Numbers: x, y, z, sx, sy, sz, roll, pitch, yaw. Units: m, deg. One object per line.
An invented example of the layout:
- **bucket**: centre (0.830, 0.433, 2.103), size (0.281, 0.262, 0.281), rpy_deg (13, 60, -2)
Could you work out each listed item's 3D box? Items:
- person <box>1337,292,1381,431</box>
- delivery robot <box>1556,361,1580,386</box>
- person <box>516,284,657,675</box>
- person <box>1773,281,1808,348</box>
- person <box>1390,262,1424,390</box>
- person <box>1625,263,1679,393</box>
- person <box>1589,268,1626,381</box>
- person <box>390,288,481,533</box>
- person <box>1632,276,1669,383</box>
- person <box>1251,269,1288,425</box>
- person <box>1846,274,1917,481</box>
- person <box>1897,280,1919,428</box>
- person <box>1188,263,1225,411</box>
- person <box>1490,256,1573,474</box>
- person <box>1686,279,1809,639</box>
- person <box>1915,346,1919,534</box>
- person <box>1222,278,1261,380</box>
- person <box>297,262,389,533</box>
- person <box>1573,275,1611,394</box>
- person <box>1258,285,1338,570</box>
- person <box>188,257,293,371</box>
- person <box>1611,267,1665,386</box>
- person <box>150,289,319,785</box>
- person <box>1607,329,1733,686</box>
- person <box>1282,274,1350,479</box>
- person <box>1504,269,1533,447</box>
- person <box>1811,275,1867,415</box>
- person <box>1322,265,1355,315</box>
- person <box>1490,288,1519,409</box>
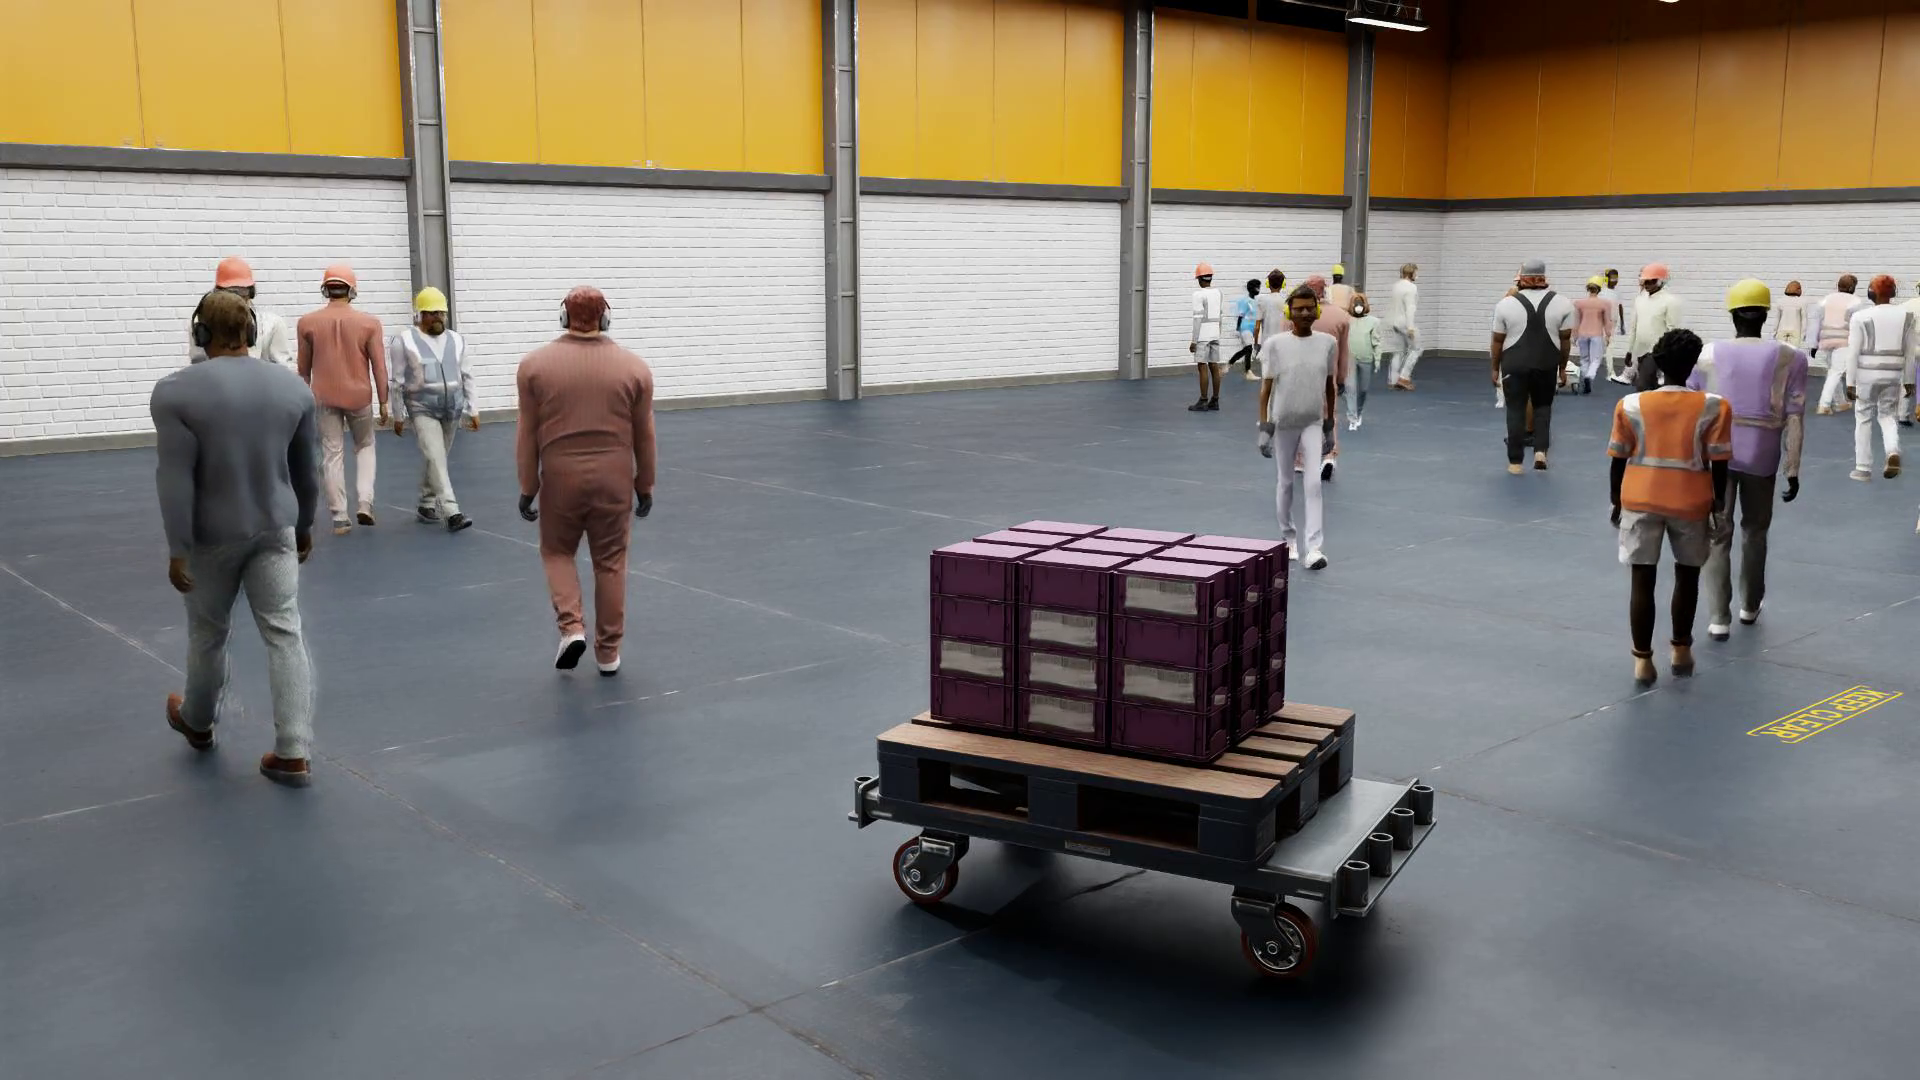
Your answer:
- **person**: centre (4.676, -2.108, 19.551), size (0.507, 1.602, 0.770), rpy_deg (2, 10, 9)
- **delivery robot**: centre (8.877, -2.468, 24.440), size (0.477, 0.478, 0.707), rpy_deg (2, 9, 11)
- **person**: centre (-1.792, -0.280, 8.023), size (0.668, 1.889, 0.422), rpy_deg (-3, 10, -17)
- **person**: centre (13.145, -3.283, 26.350), size (0.504, 1.632, 0.270), rpy_deg (9, 13, 41)
- **person**: centre (6.736, -3.199, 25.011), size (0.512, 1.920, 0.661), rpy_deg (-1, 10, -6)
- **person**: centre (7.892, -2.168, 18.902), size (0.996, 1.956, 0.634), rpy_deg (-3, 10, -19)
- **person**: centre (10.547, -3.521, 27.187), size (0.507, 1.831, 0.873), rpy_deg (-4, 11, -24)
- **person**: centre (-3.865, -0.964, 12.316), size (0.602, 1.785, 0.939), rpy_deg (-9, 13, -43)
- **person**: centre (11.065, -3.412, 26.653), size (0.867, 1.811, 0.517), rpy_deg (-5, 11, -28)
- **person**: centre (3.729, -2.279, 19.782), size (0.520, 1.873, 0.335), rpy_deg (1, 10, 4)
- **person**: centre (8.226, -1.437, 14.859), size (0.600, 1.865, 0.517), rpy_deg (1, 10, 6)
- **person**: centre (11.272, -2.202, 19.468), size (0.403, 1.823, 0.588), rpy_deg (-6, 11, -30)
- **person**: centre (3.193, -2.641, 21.729), size (0.547, 1.929, 0.385), rpy_deg (-8, 13, -40)
- **person**: centre (5.279, -1.627, 15.463), size (0.704, 2.000, 0.535), rpy_deg (2, 10, 9)
- **person**: centre (4.184, -0.443, 8.947), size (0.612, 1.890, 0.806), rpy_deg (5, 11, 25)
- **person**: centre (7.252, -1.038, 12.009), size (0.616, 2.041, 0.382), rpy_deg (3, 10, 17)
- **person**: centre (4.621, -3.452, 27.243), size (0.687, 1.664, 0.561), rpy_deg (7, 12, 34)
- **person**: centre (-4.522, -1.038, 12.206), size (0.645, 1.972, 0.452), rpy_deg (-3, 10, -16)
- **person**: centre (9.182, -2.974, 24.223), size (0.527, 1.747, 0.616), rpy_deg (6, 12, 33)
- **person**: centre (2.197, -0.718, 10.764), size (0.540, 1.821, 0.953), rpy_deg (0, 10, 2)
- **person**: centre (-4.711, -0.844, 10.987), size (0.640, 2.000, 0.980), rpy_deg (-5, 11, -28)
- **person**: centre (10.636, -3.309, 25.851), size (0.999, 1.850, 0.660), rpy_deg (-2, 10, -9)
- **person**: centre (-2.854, -0.030, 6.551), size (0.660, 1.886, 1.006), rpy_deg (-9, 13, -43)
- **person**: centre (3.391, -0.170, 7.972), size (0.553, 1.671, 0.683), rpy_deg (5, 11, 26)
- **person**: centre (3.251, -1.497, 15.243), size (0.645, 1.875, 0.976), rpy_deg (0, 10, 0)
- **person**: centre (6.026, -1.960, 17.718), size (0.357, 1.938, 0.543), rpy_deg (3, 10, 16)
- **person**: centre (11.285, -2.494, 21.306), size (1.000, 1.785, 0.633), rpy_deg (-6, 12, -33)
- **person**: centre (6.318, -3.667, 27.927), size (0.598, 1.861, 1.032), rpy_deg (0, 10, -1)
- **person**: centre (7.220, -2.490, 21.787), size (0.520, 1.600, 0.750), rpy_deg (3, 10, 16)
